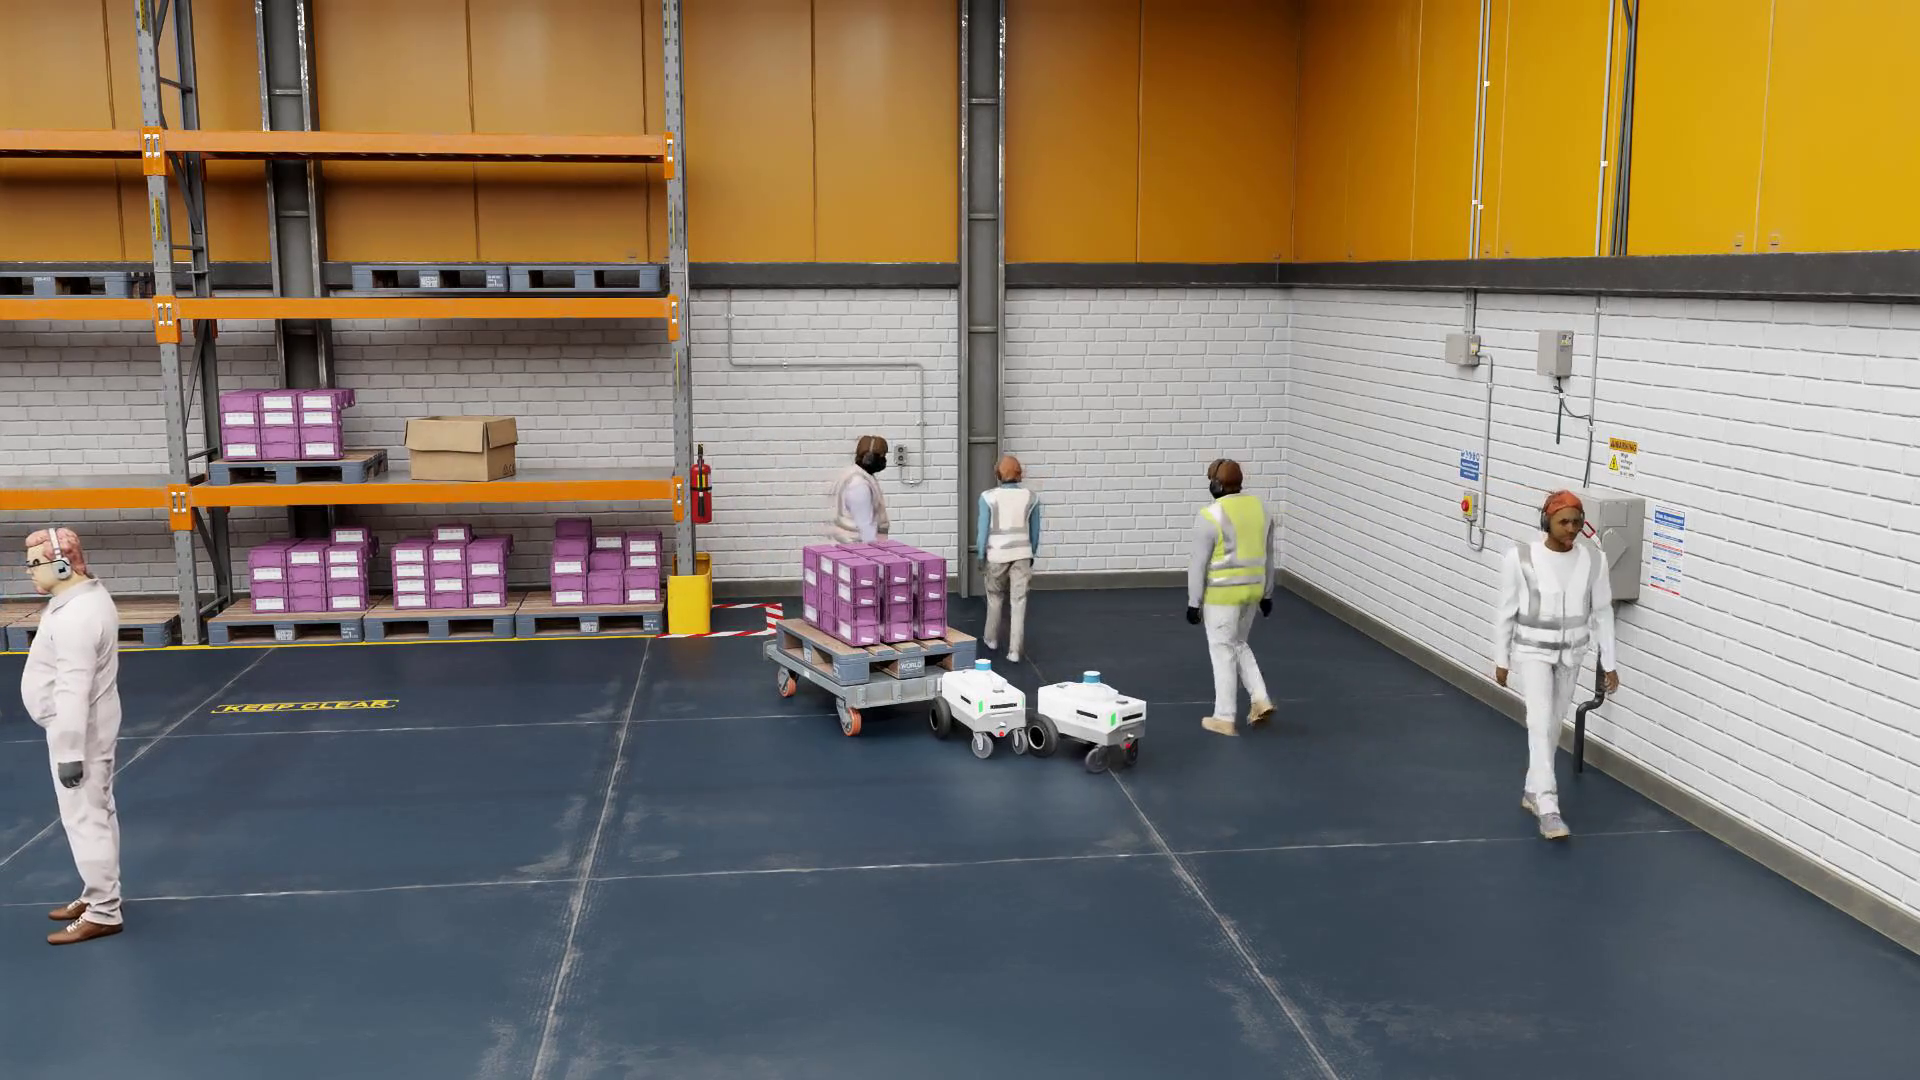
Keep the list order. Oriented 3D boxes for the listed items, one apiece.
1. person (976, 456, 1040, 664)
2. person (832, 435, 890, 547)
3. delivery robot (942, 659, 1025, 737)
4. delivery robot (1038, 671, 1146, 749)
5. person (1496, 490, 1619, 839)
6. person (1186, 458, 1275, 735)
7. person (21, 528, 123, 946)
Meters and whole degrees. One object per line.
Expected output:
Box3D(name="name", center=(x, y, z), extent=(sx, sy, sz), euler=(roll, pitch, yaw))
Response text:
Box3D(name="person", center=(0.367, 0.136, 13.107), extent=(0.528, 1.603, 0.738), euler=(-2, 9, -10))
Box3D(name="person", center=(-0.650, 0.096, 12.742), extent=(0.804, 1.806, 0.636), euler=(0, 9, 2))
Box3D(name="delivery robot", center=(0.147, 1.009, 10.653), extent=(0.477, 0.478, 0.707), euler=(-3, 10, -21))
Box3D(name="delivery robot", center=(0.818, 1.060, 10.339), extent=(0.477, 0.478, 0.707), euler=(-8, 12, -41))
Box3D(name="person", center=(3.258, 0.672, 8.990), extent=(0.600, 1.850, 0.884), euler=(-1, 9, -4))
Box3D(name="person", center=(1.782, 0.376, 10.950), extent=(0.647, 1.824, 0.434), euler=(-7, 11, -37))
Box3D(name="person", center=(-4.033, 0.881, 7.585), extent=(0.406, 1.896, 0.643), euler=(-4, 10, -21))
